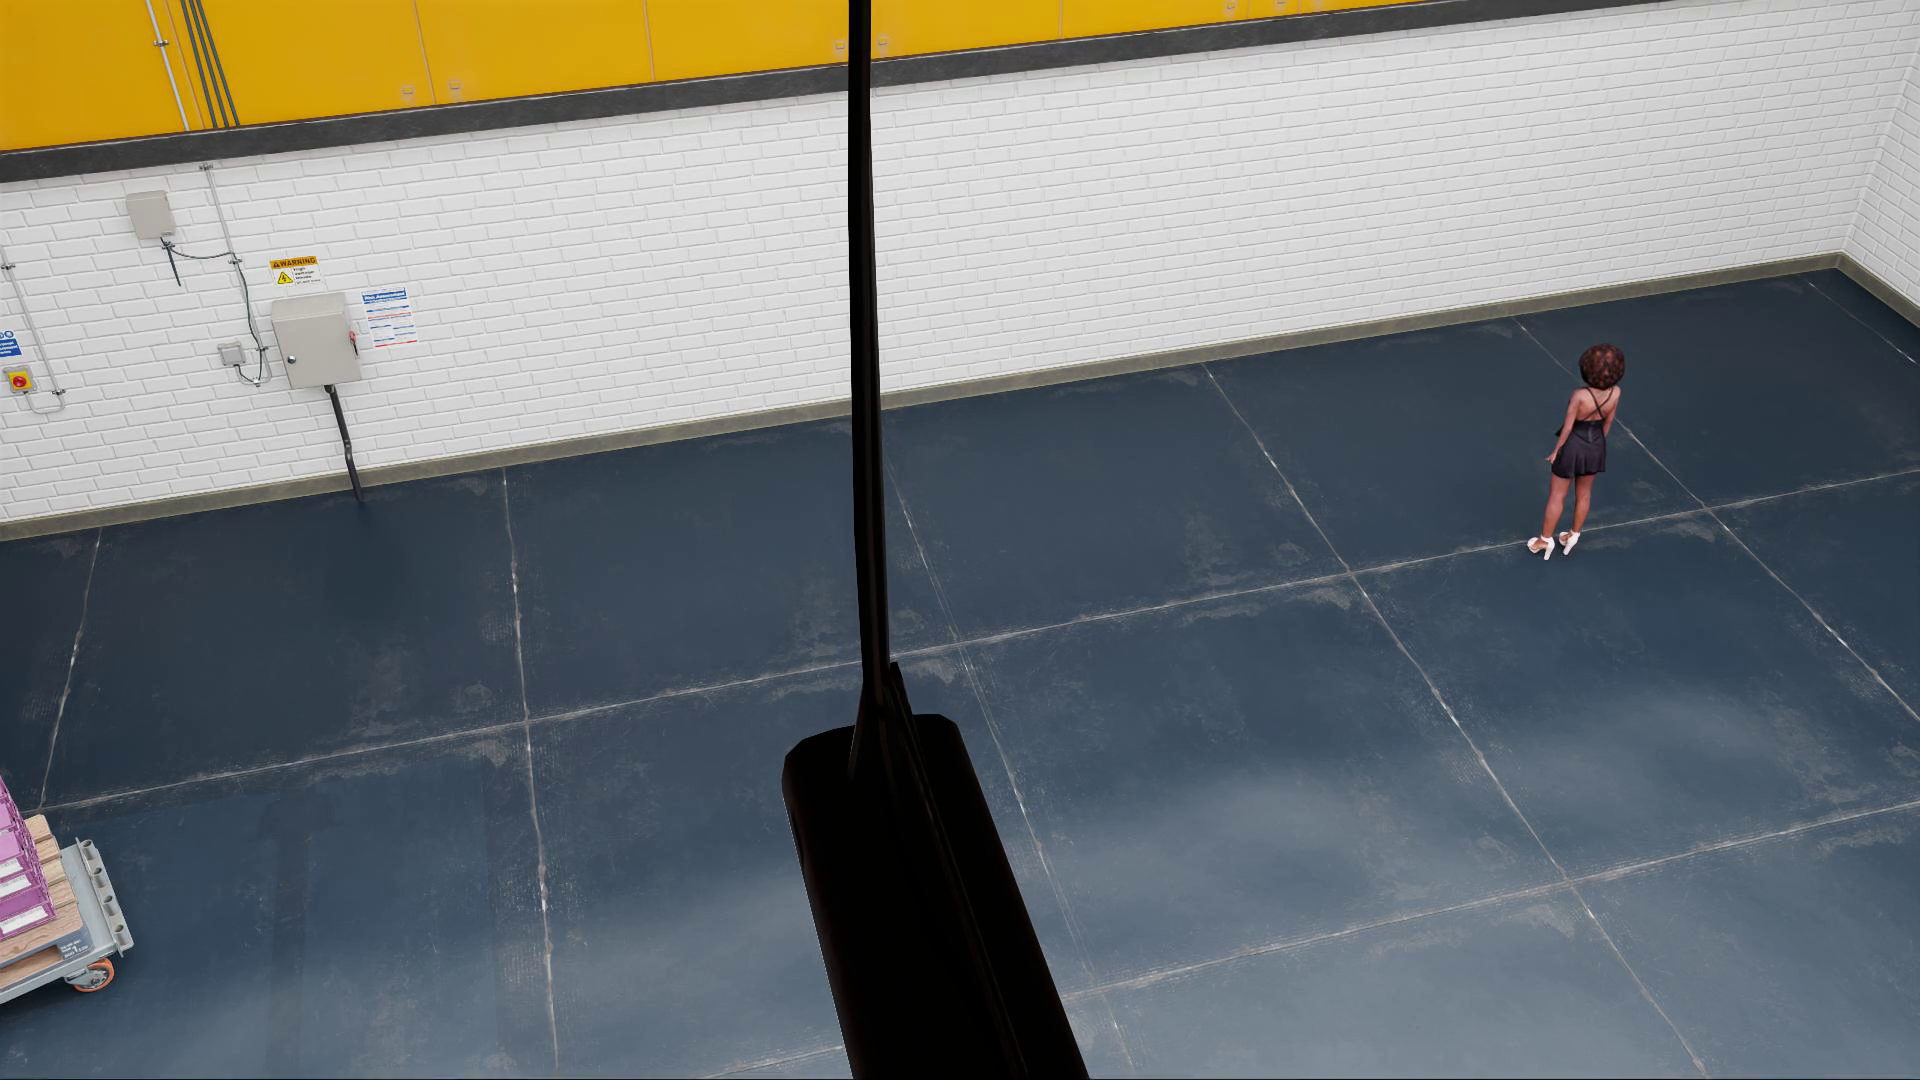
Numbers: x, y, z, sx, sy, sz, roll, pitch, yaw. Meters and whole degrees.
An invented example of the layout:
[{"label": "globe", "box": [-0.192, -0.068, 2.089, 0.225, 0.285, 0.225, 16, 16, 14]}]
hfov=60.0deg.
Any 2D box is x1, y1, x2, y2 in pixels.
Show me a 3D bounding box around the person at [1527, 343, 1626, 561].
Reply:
[{"label": "person", "box": [4.425, -0.618, 11.878, 0.543, 1.790, 0.526, -9, 39, -11]}]
